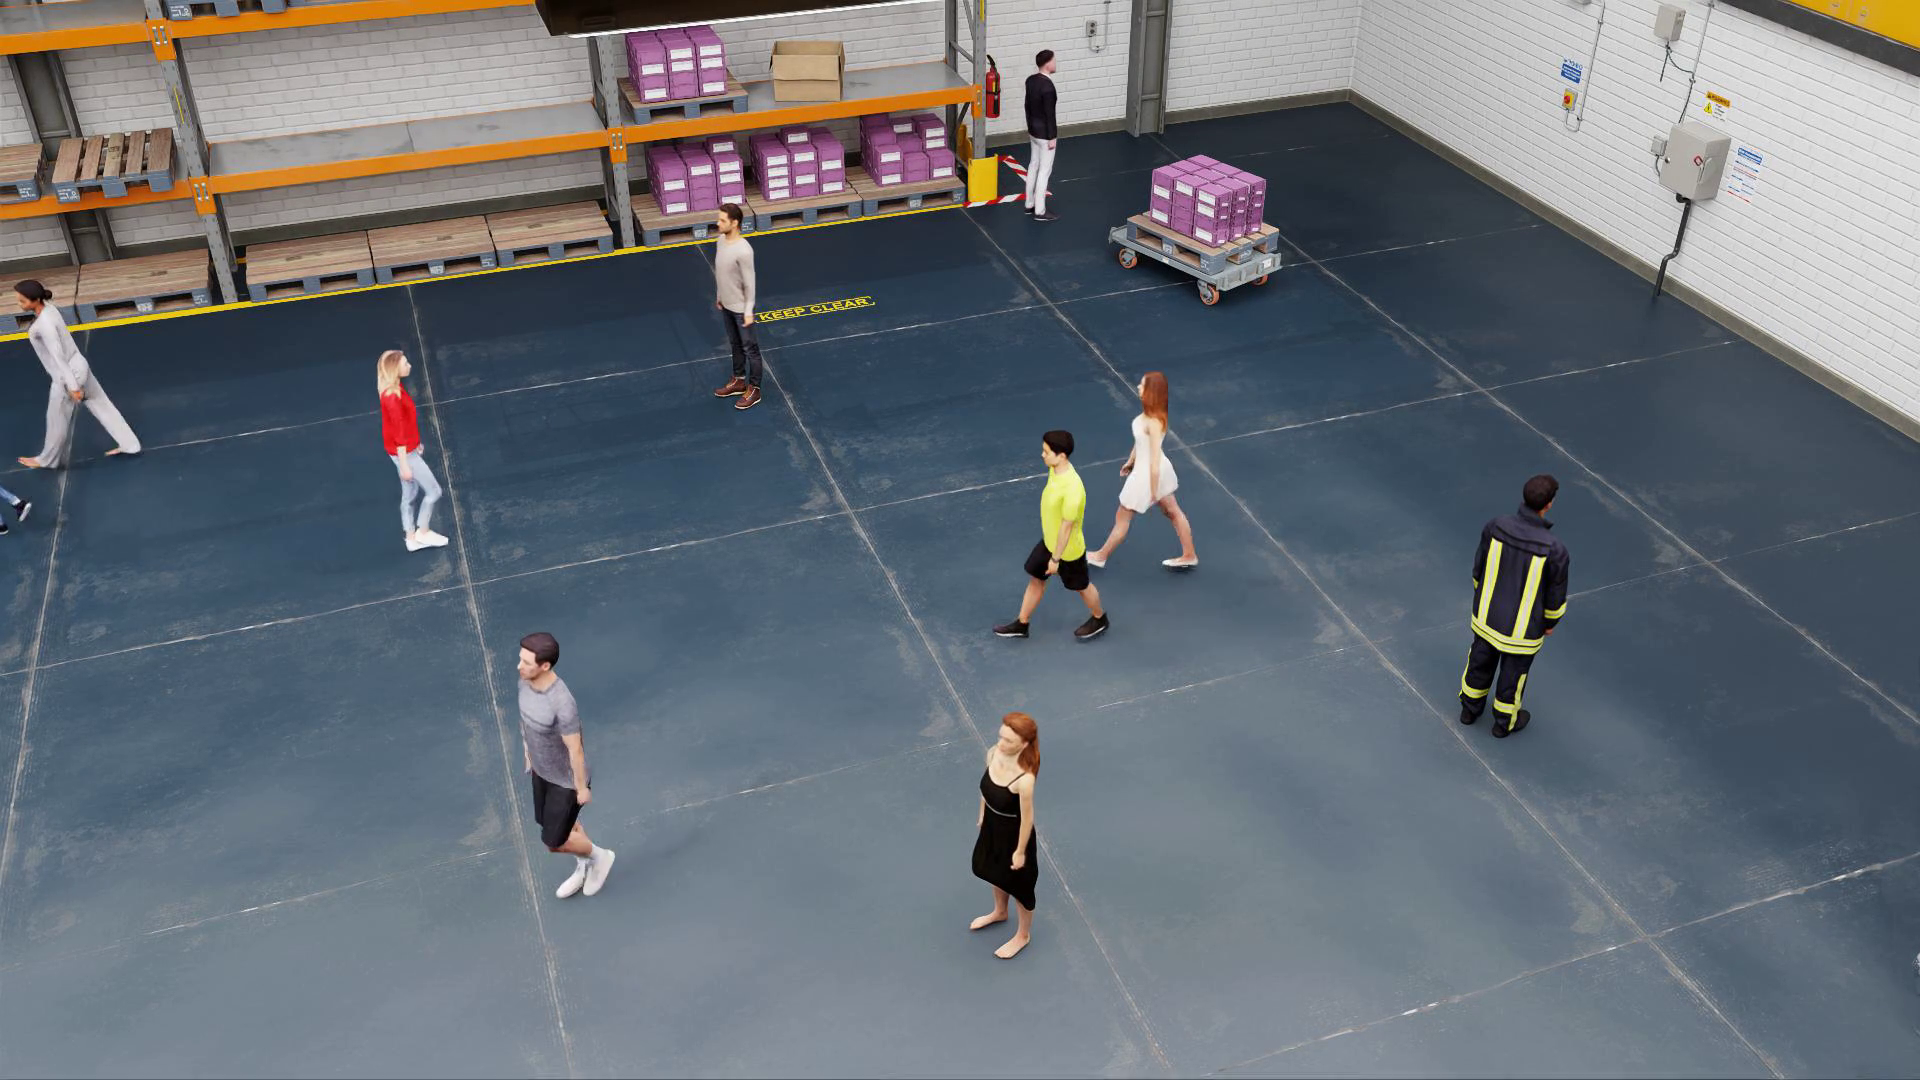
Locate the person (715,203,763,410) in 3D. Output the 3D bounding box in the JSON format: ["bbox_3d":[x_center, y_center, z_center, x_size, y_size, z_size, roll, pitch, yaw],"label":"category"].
[{"bbox_3d":[-1.930,-2.054,14.464,0.695,1.868,0.727,-25,41,-33],"label":"person"}]

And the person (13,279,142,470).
[{"bbox_3d":[-7.172,-1.346,13.565,1.123,1.684,0.725,-9,35,-13],"label":"person"}]

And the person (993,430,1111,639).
[{"bbox_3d":[0.789,0.001,11.554,1.052,1.667,0.625,-11,35,-16],"label":"person"}]

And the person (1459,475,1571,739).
[{"bbox_3d":[3.552,0.424,10.681,0.882,1.928,0.860,27,42,34],"label":"person"}]

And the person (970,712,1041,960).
[{"bbox_3d":[0.278,1.609,9.173,0.637,1.625,0.614,-19,38,-26],"label":"person"}]

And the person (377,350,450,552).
[{"bbox_3d":[-4.241,-0.637,12.489,0.558,1.695,0.622,-12,35,-17],"label":"person"}]

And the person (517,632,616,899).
[{"bbox_3d":[-2.198,1.273,9.464,0.844,1.862,0.805,-28,43,-36],"label":"person"}]

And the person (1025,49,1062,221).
[{"bbox_3d":[0.877,-4.397,18.012,0.556,1.842,0.682,-15,37,-22],"label":"person"}]

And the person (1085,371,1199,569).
[{"bbox_3d":[1.497,-0.464,12.259,1.213,1.660,0.959,6,34,9],"label":"person"}]
